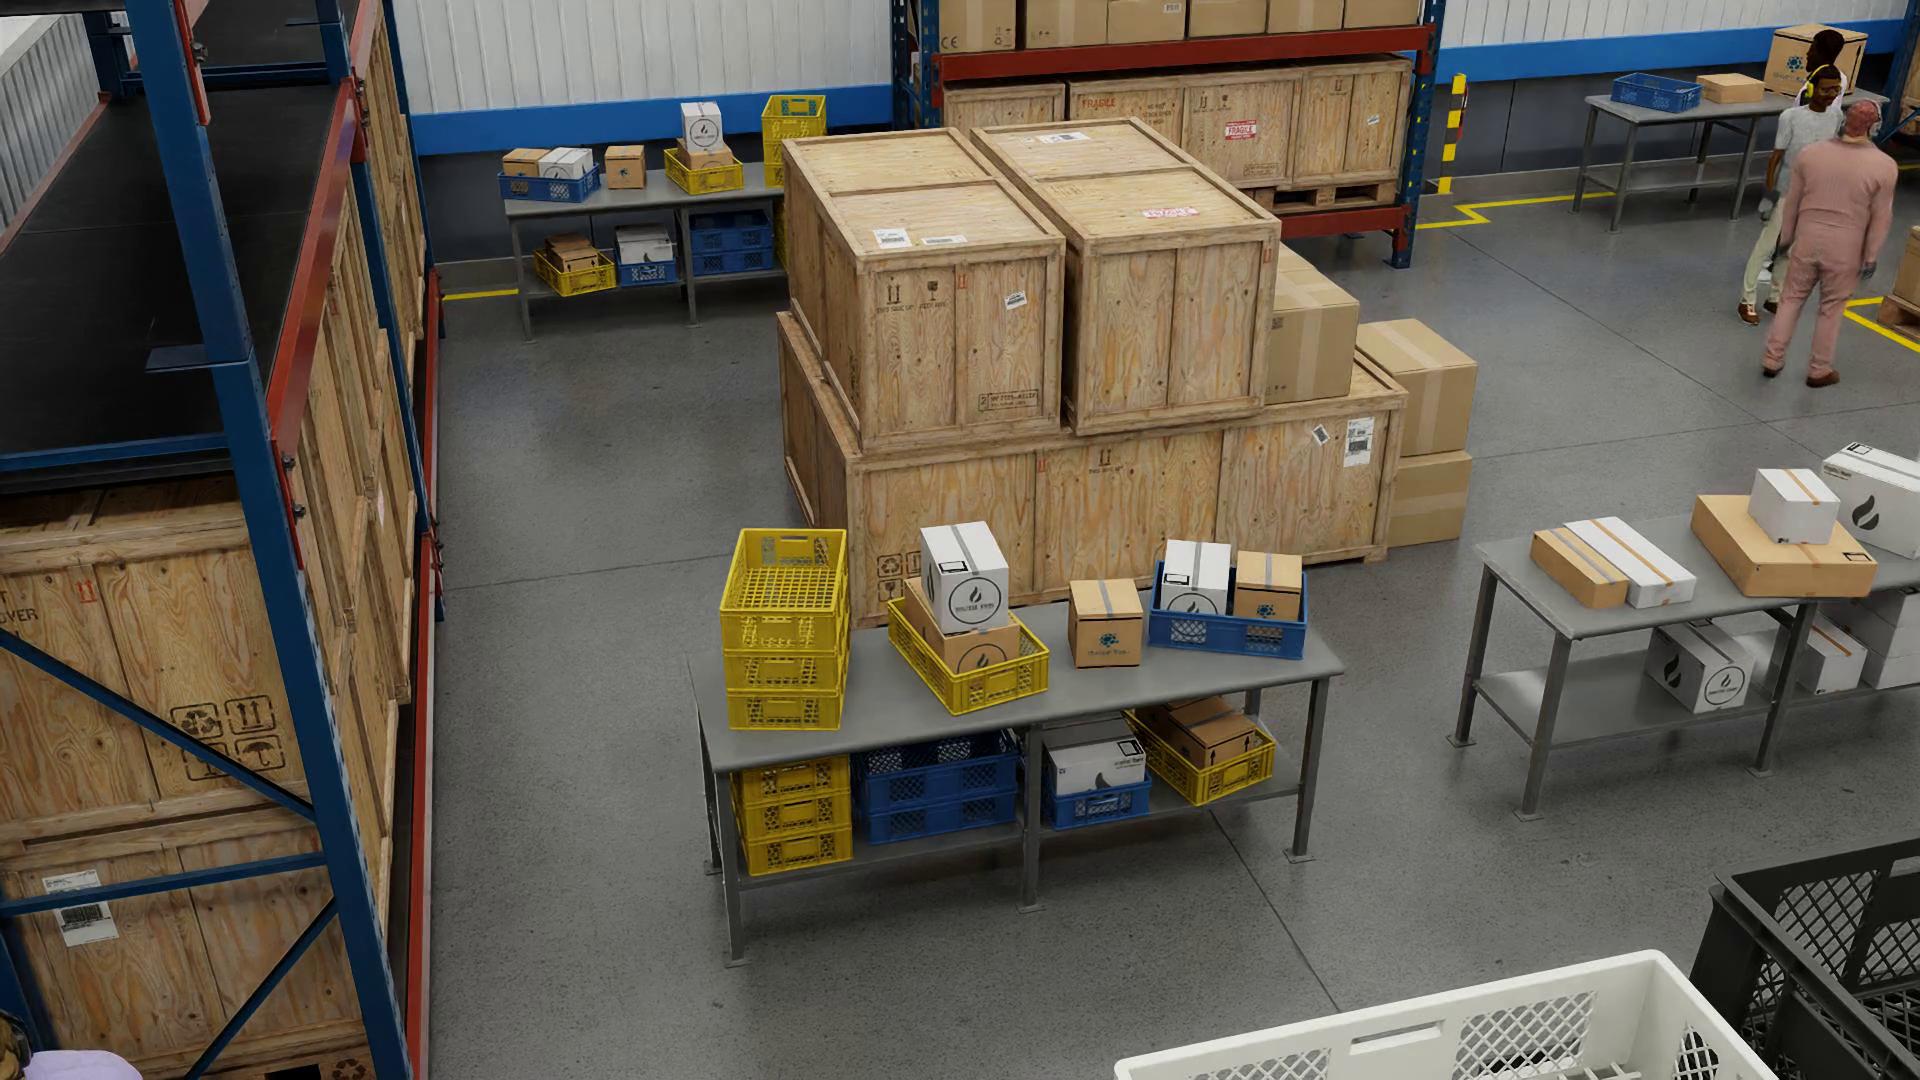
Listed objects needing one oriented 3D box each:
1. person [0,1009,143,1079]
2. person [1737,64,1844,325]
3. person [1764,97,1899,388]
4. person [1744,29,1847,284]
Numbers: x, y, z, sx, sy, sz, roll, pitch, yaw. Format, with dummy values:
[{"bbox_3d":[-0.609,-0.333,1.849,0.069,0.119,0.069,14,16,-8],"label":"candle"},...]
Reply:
[{"bbox_3d":[-2.182,1.843,4.038,0.625,1.933,0.374,-20,35,-32],"label":"person"},{"bbox_3d":[6.011,-2.459,11.918,0.557,1.866,0.351,-5,29,-9],"label":"person"},{"bbox_3d":[5.736,-1.952,10.948,0.403,1.906,0.651,-26,38,-38],"label":"person"},{"bbox_3d":[6.416,-2.895,12.649,0.392,1.919,0.591,23,36,35],"label":"person"}]
